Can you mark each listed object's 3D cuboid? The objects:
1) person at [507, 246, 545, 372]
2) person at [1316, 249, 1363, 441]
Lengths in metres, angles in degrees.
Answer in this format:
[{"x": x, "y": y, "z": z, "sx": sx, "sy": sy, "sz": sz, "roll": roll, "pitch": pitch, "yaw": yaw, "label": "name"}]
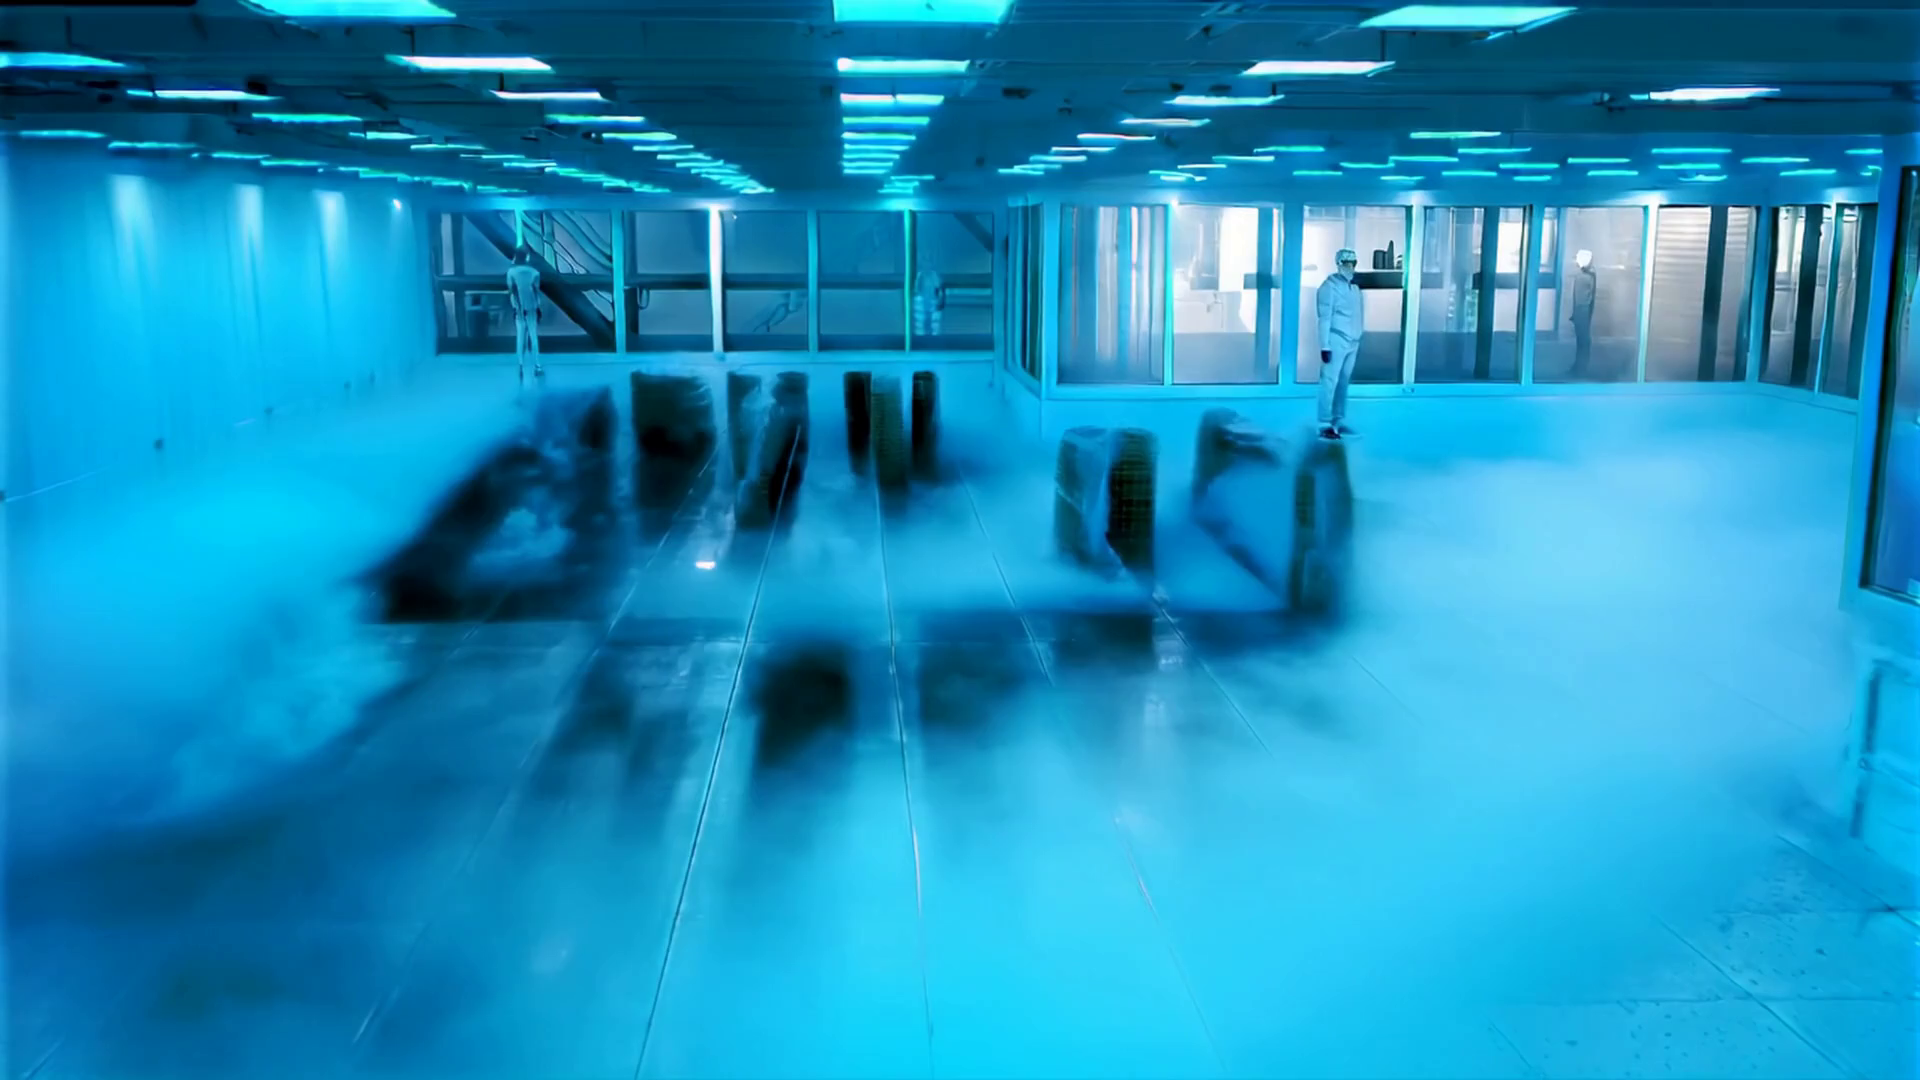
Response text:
[{"x": -6.479, "y": -3.442, "z": 24.850, "sx": 0.512, "sy": 1.874, "sz": 0.328, "roll": 0, "pitch": 11, "yaw": -2, "label": "person"}, {"x": 3.841, "y": -1.956, "z": 16.733, "sx": 0.407, "sy": 1.910, "sz": 0.640, "roll": 10, "pitch": 14, "yaw": 42, "label": "person"}]
